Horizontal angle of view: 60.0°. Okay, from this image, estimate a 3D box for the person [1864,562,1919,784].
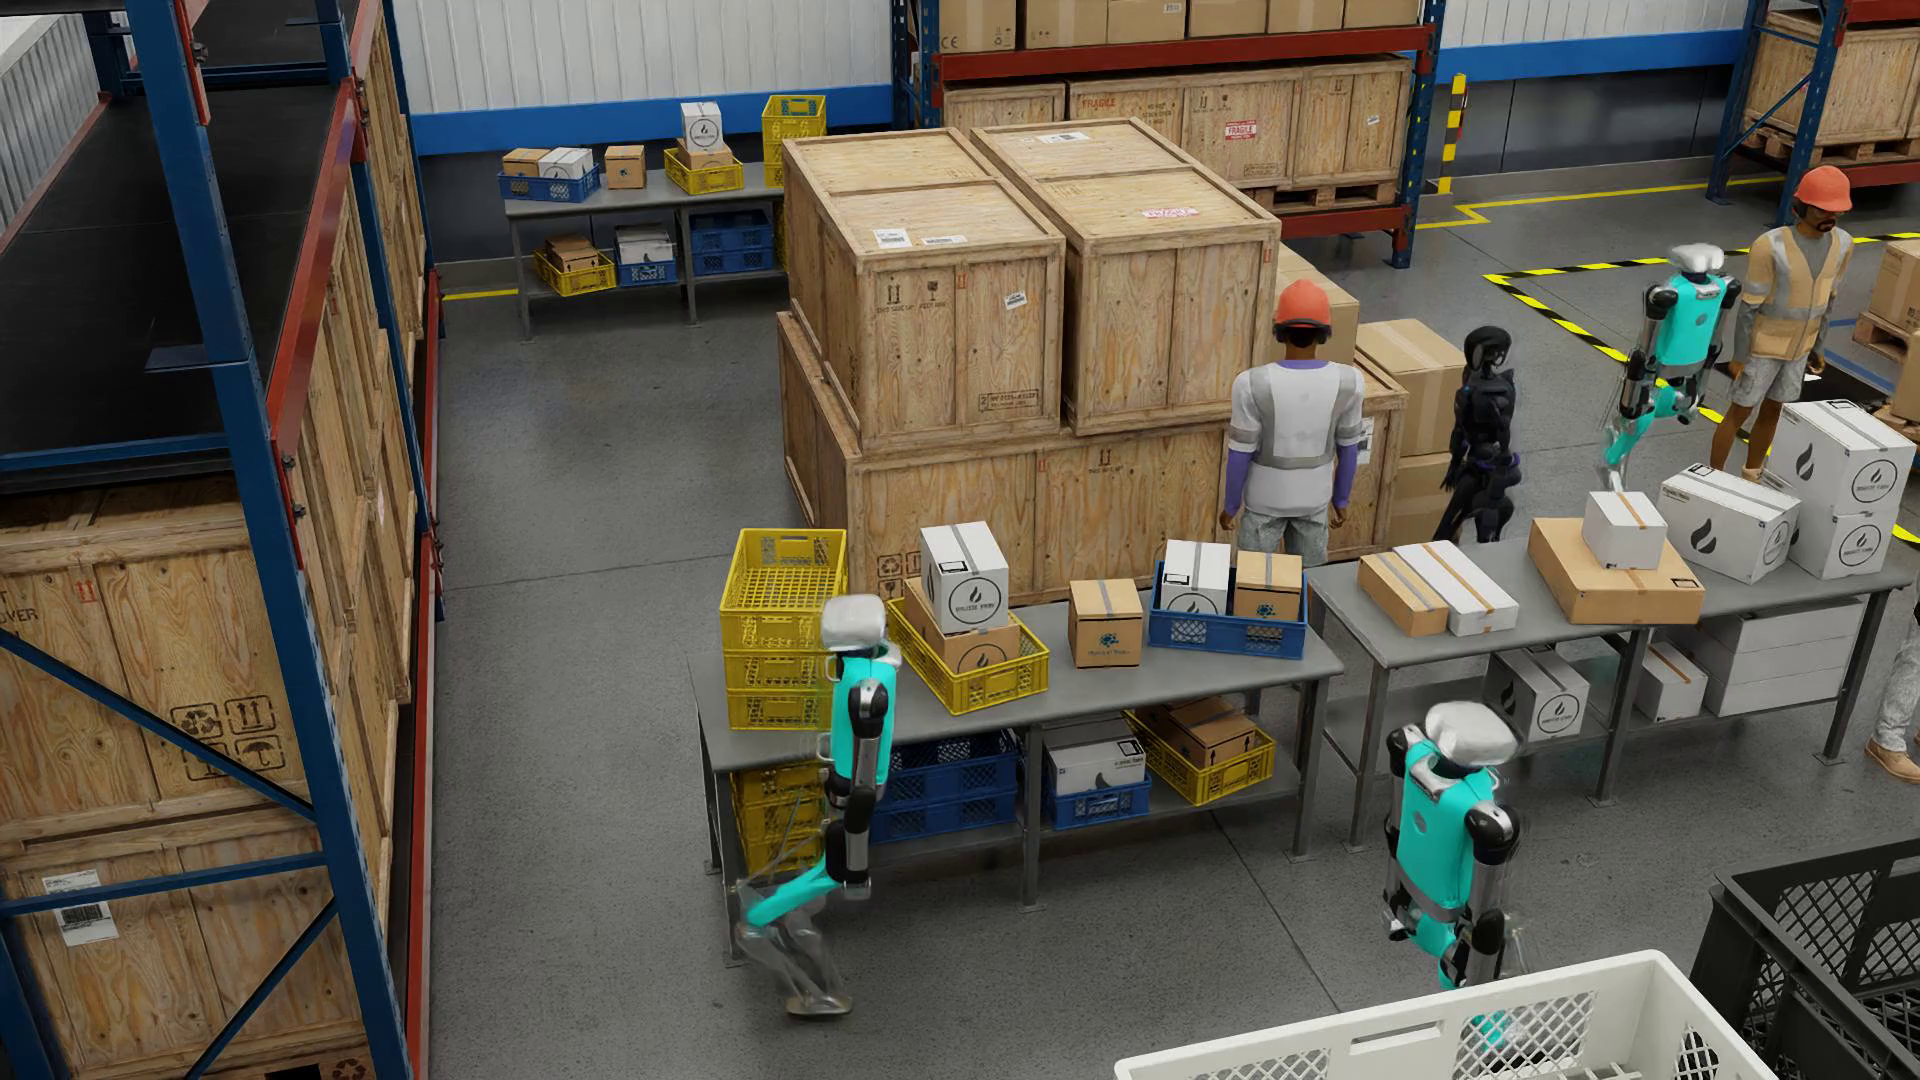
[{"bbox_3d":[4.349,0.203,7.130,0.622,1.837,0.429,-10,30,-18],"label":"person"}]

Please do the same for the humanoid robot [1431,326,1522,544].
[{"bbox_3d":[2.525,-0.291,8.210,0.699,1.634,0.592,-3,29,-5],"label":"humanoid robot"}]

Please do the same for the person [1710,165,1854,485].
[{"bbox_3d":[4.569,-1.075,9.231,0.607,2.044,0.392,-7,30,-12],"label":"person"}]

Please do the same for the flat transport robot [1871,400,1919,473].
[{"bbox_3d":[6.053,-0.527,10.045,0.652,0.197,1.431,-24,37,-36],"label":"flat transport robot"}]

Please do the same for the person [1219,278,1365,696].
[{"bbox_3d":[1.499,-0.216,7.674,0.612,2.039,0.390,-3,29,-5],"label":"person"}]

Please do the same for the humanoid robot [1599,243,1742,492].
[{"bbox_3d":[3.735,-0.807,9.069,0.543,1.771,0.903,-9,30,-16],"label":"humanoid robot"}]

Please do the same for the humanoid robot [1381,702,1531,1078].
[{"bbox_3d":[1.676,1.293,5.358,0.727,1.904,0.544,-11,31,-19],"label":"humanoid robot"}]

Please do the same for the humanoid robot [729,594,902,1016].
[{"bbox_3d":[-0.553,1.052,5.787,0.729,1.879,0.542,-2,29,-4],"label":"humanoid robot"}]
